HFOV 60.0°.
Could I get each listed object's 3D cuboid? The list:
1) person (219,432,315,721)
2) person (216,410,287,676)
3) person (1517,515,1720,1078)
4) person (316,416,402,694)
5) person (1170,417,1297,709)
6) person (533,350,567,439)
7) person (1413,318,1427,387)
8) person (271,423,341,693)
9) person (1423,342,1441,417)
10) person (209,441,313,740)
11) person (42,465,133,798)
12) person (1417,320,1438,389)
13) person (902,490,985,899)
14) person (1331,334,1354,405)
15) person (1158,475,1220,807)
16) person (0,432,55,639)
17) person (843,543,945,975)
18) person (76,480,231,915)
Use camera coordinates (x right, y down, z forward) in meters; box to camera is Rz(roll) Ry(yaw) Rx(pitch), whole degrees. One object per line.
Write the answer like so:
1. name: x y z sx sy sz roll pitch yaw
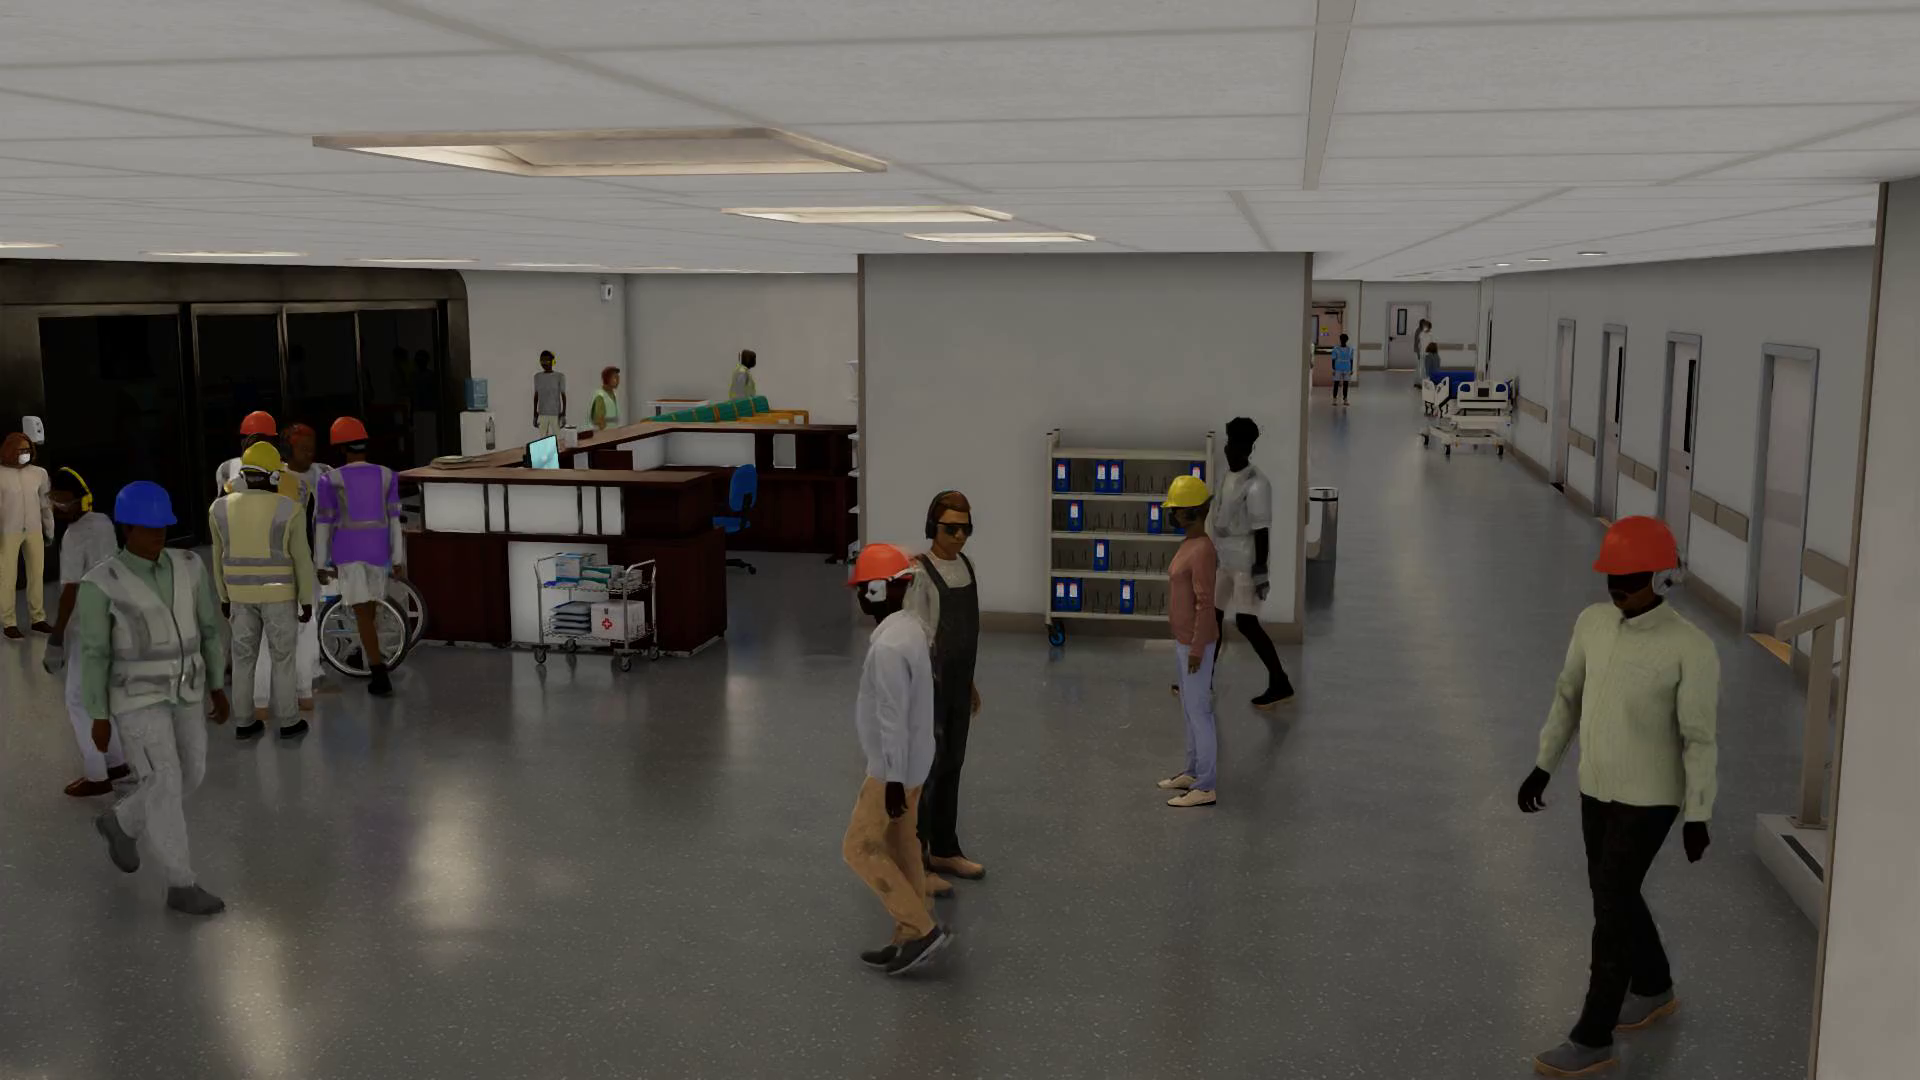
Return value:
1. person: -4.444 0.228 10.687 0.432 1.835 0.627 7 11 38
2. person: -5.023 0.029 11.837 0.557 1.888 0.993 1 9 8
3. person: 2.374 0.874 5.929 0.795 1.962 0.626 -3 9 -20
4. person: -4.130 0.093 11.426 0.550 1.880 1.014 -7 11 -39
5. person: 1.828 0.139 10.964 0.682 1.929 0.700 -1 9 -9
6. person: -5.910 -1.791 23.934 0.514 1.872 0.328 1 9 8
7. person: 12.931 -5.248 46.692 0.382 1.929 0.636 3 9 22
8. person: -4.600 0.105 11.433 0.823 1.854 0.571 5 10 30
9. person: 10.172 -3.459 35.899 0.642 1.597 0.398 -8 12 -43
10. person: -4.220 0.316 10.112 0.596 1.828 0.403 0 9 0
11. person: -4.689 0.499 8.898 0.420 1.827 0.602 -1 9 -4
12. person: 12.950 -5.111 45.905 0.905 1.904 0.628 -8 12 -42
13. person: -0.079 0.685 7.584 0.325 1.841 0.517 5 10 32
14. person: 9.061 -4.037 39.392 0.540 1.698 0.317 0 9 -3
15. person: 1.216 0.534 8.859 0.317 1.766 0.535 0 9 0
16. person: -7.403 -0.039 13.128 0.286 1.628 0.505 5 10 32
17. person: -0.290 0.878 6.664 0.382 1.729 0.577 1 9 5
18. person: -3.619 0.676 7.391 0.784 1.923 0.610 4 9 24
